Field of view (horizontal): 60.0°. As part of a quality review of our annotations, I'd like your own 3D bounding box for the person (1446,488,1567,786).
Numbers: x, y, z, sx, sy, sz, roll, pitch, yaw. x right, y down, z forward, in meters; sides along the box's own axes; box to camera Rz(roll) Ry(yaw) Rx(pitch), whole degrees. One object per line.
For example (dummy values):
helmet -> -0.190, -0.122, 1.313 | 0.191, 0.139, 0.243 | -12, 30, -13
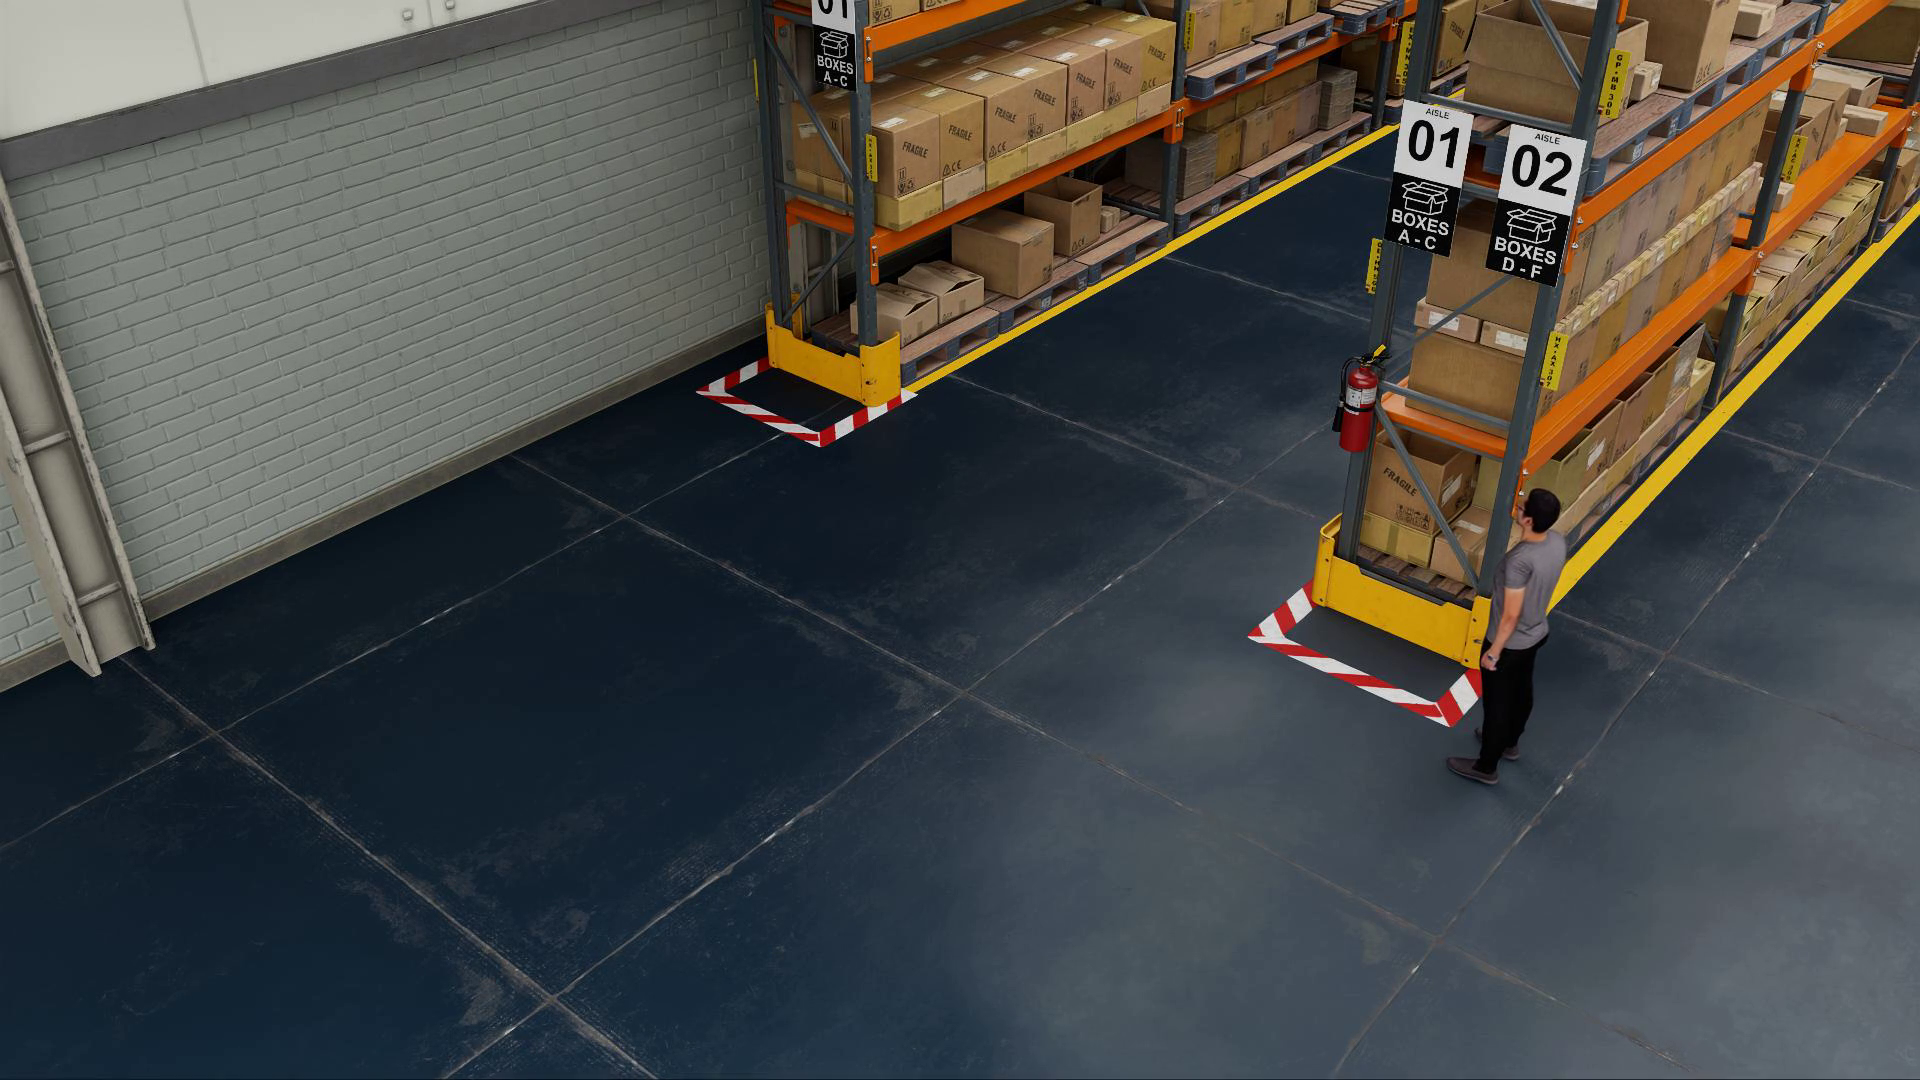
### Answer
person -> 2.898, 0.492, 8.678 | 0.686, 1.754, 0.493 | 28, 42, 36
